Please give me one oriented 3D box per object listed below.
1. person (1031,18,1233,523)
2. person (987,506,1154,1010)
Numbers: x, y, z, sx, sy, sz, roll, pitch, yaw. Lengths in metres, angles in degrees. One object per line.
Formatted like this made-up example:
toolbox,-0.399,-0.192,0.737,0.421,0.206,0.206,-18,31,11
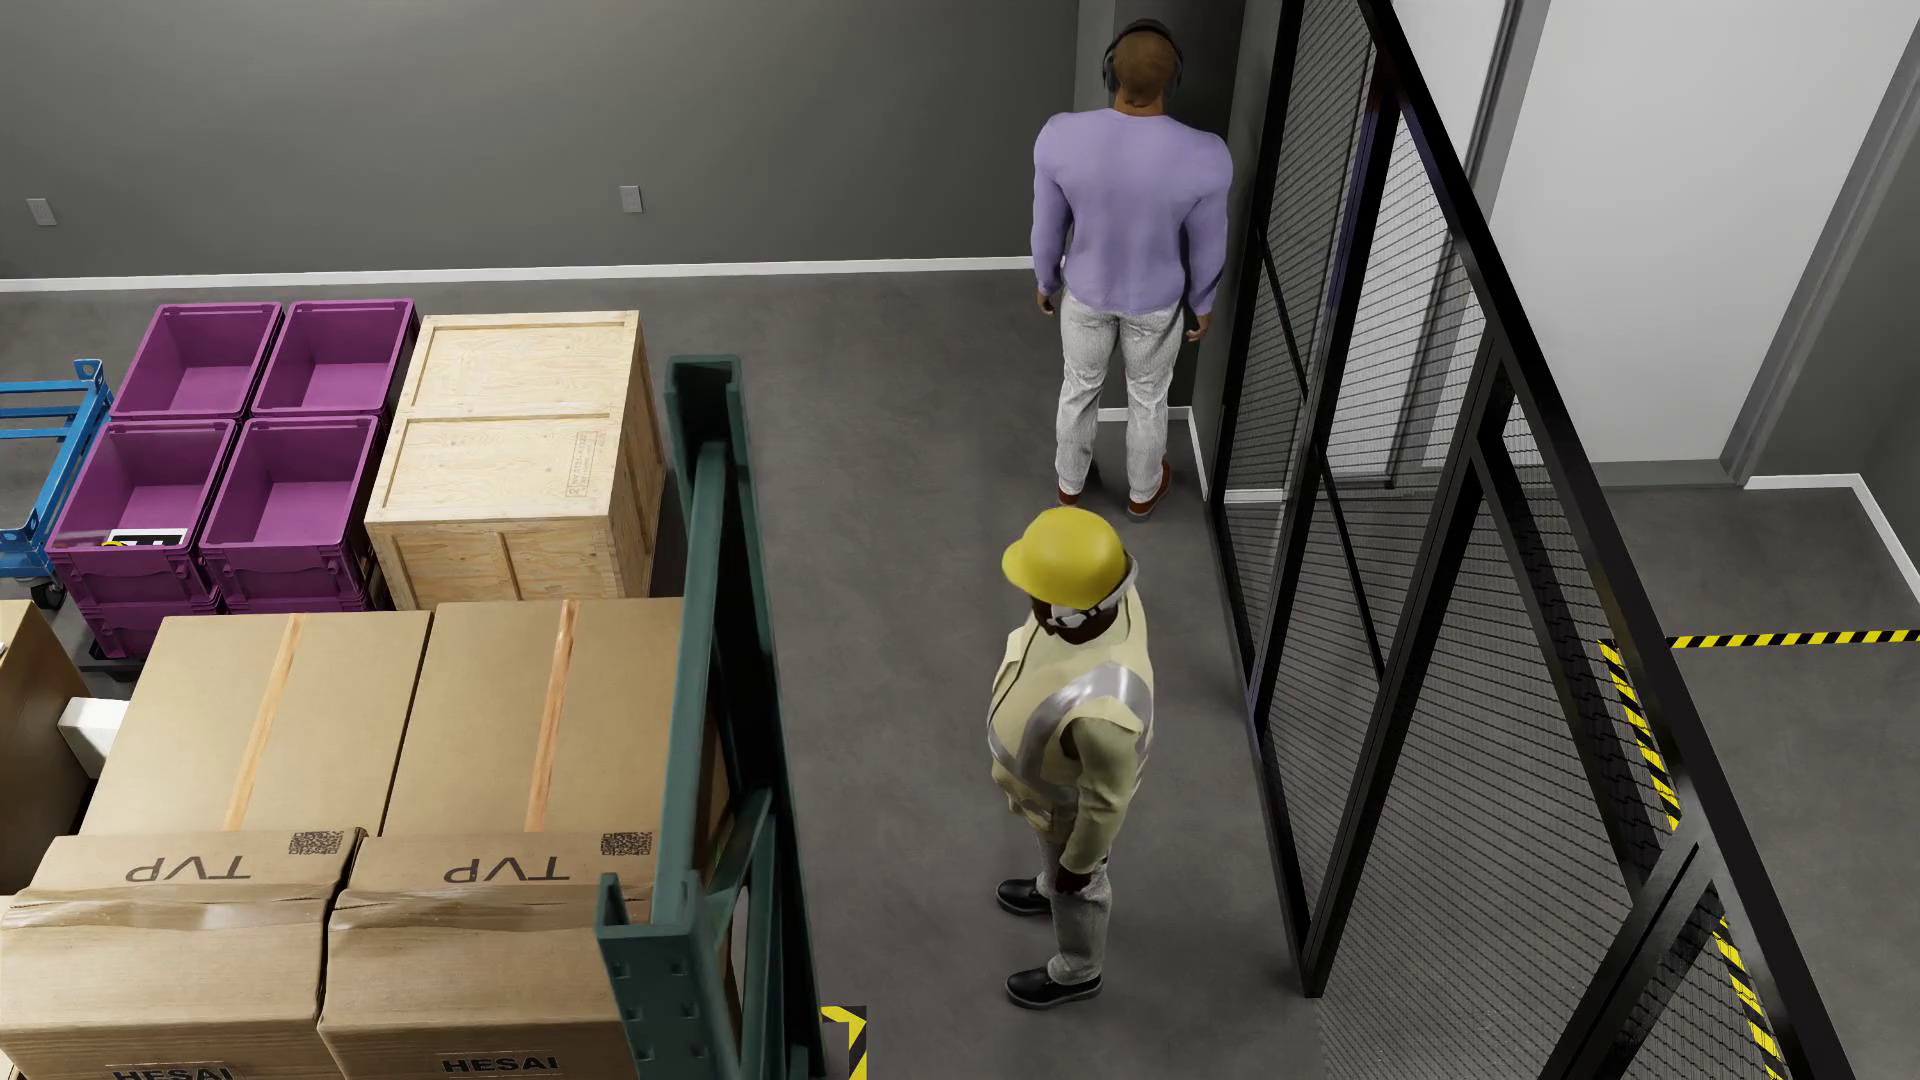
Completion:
person,0.550,-0.836,5.555,0.635,1.938,0.362,10,47,9
person,0.269,0.589,4.270,0.404,1.825,0.603,-2,46,-2
